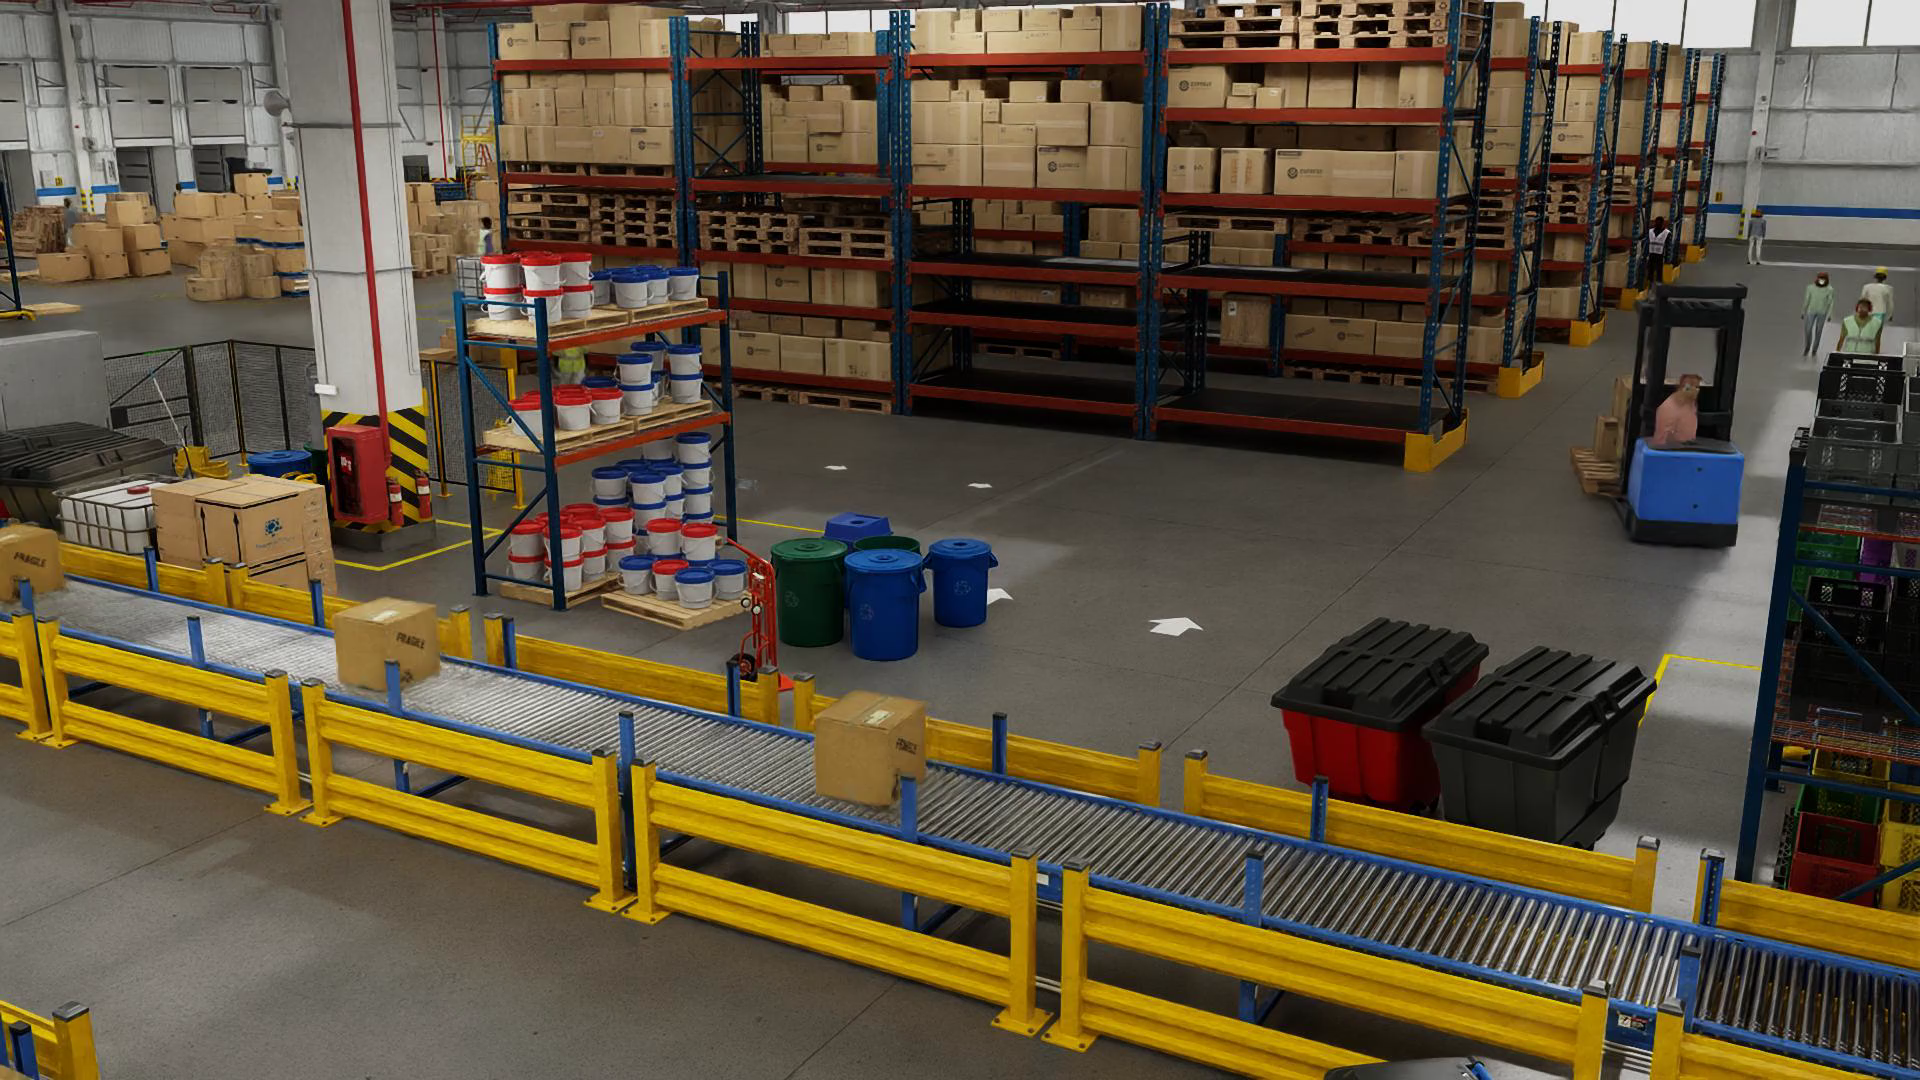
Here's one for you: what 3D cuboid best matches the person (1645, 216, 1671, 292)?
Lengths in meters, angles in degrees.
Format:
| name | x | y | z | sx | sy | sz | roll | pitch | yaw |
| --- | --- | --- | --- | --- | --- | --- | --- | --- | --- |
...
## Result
| name | x | y | z | sx | sy | sz | roll | pitch | yaw |
| --- | --- | --- | --- | --- | --- | --- | --- | --- | --- |
| person | 17.638 | -7.221 | 42.090 | 0.372 | 1.916 | 0.597 | -13 | 19 | -40 |

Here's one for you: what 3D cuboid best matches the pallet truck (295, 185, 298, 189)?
| name | x | y | z | sx | sy | sz | roll | pitch | yaw |
| --- | --- | --- | --- | --- | --- | --- | --- | --- | --- |
| pallet truck | -26.804 | -14.617 | 69.738 | 1.885 | 1.965 | 0.823 | -14 | 20 | -42 |

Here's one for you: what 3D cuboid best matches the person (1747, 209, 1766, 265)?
| name | x | y | z | sx | sy | sz | roll | pitch | yaw |
| --- | --- | --- | --- | --- | --- | --- | --- | --- | --- |
| person | 23.504 | -8.941 | 49.098 | 0.499 | 1.634 | 0.279 | 9 | 17 | 31 |

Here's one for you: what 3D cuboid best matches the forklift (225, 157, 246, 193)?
| name | x | y | z | sx | sy | sz | roll | pitch | yaw |
| --- | --- | --- | --- | --- | --- | --- | --- | --- | --- |
| forklift | -24.841 | -11.763 | 57.320 | 1.873 | 2.768 | 1.129 | -13 | 20 | -40 |

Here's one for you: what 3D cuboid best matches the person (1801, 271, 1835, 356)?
| name | x | y | z | sx | sy | sz | roll | pitch | yaw |
| --- | --- | --- | --- | --- | --- | --- | --- | --- | --- |
| person | 16.299 | -4.289 | 31.629 | 0.532 | 1.609 | 0.589 | 8 | 17 | 28 |

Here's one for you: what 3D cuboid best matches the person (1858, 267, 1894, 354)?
| name | x | y | z | sx | sy | sz | roll | pitch | yaw |
| --- | --- | --- | --- | --- | --- | --- | --- | --- | --- |
| person | 17.295 | -4.279 | 31.410 | 0.559 | 1.719 | 0.915 | 13 | 19 | 40 |

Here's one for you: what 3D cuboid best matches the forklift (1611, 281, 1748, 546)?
| name | x | y | z | sx | sy | sz | roll | pitch | yaw |
| --- | --- | --- | --- | --- | --- | --- | --- | --- | --- |
| forklift | 8.160 | -1.487 | 18.690 | 1.129 | 2.768 | 1.873 | 4 | 15 | 14 |

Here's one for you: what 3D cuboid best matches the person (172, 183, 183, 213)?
| name | x | y | z | sx | sy | sz | roll | pitch | yaw |
| --- | --- | --- | --- | --- | --- | --- | --- | --- | --- |
| person | -27.919 | -11.841 | 59.610 | 0.504 | 1.840 | 0.345 | 2 | 15 | 6 |

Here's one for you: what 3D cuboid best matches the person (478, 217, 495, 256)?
| name | x | y | z | sx | sy | sz | roll | pitch | yaw |
| --- | --- | --- | --- | --- | --- | --- | --- | --- | --- |
| person | -11.887 | -7.241 | 42.204 | 0.738 | 1.890 | 0.620 | -9 | 17 | -30 |

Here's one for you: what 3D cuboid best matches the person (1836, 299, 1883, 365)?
| name | x | y | z | sx | sy | sz | roll | pitch | yaw |
| --- | --- | --- | --- | --- | --- | --- | --- | --- | --- |
| person | 14.027 | -2.874 | 25.998 | 0.585 | 1.792 | 0.987 | 11 | 18 | 35 |

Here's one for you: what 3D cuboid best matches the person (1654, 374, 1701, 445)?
| name | x | y | z | sx | sy | sz | roll | pitch | yaw |
| --- | --- | --- | --- | --- | --- | --- | --- | --- | --- |
| person | 7.884 | -0.950 | 18.641 | 0.764 | 1.861 | 0.800 | -11 | 18 | -35 |

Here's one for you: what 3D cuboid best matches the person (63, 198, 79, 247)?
| name | x | y | z | sx | sy | sz | roll | pitch | yaw |
| --- | --- | --- | --- | --- | --- | --- | --- | --- | --- |
| person | -26.968 | -9.476 | 50.639 | 1.038 | 1.893 | 0.620 | -12 | 19 | -38 |

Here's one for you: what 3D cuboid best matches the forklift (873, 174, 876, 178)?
| name | x | y | z | sx | sy | sz | roll | pitch | yaw |
| --- | --- | --- | --- | --- | --- | --- | --- | --- | --- |
| forklift | -2.894 | -13.447 | 63.650 | 1.129 | 2.768 | 1.873 | -11 | 18 | -35 |

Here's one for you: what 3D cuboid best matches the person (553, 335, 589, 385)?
| name | x | y | z | sx | sy | sz | roll | pitch | yaw |
| --- | --- | --- | --- | --- | --- | --- | --- | --- | --- |
| person | -5.900 | -2.604 | 25.214 | 0.535 | 1.670 | 0.769 | -5 | 16 | -19 |
